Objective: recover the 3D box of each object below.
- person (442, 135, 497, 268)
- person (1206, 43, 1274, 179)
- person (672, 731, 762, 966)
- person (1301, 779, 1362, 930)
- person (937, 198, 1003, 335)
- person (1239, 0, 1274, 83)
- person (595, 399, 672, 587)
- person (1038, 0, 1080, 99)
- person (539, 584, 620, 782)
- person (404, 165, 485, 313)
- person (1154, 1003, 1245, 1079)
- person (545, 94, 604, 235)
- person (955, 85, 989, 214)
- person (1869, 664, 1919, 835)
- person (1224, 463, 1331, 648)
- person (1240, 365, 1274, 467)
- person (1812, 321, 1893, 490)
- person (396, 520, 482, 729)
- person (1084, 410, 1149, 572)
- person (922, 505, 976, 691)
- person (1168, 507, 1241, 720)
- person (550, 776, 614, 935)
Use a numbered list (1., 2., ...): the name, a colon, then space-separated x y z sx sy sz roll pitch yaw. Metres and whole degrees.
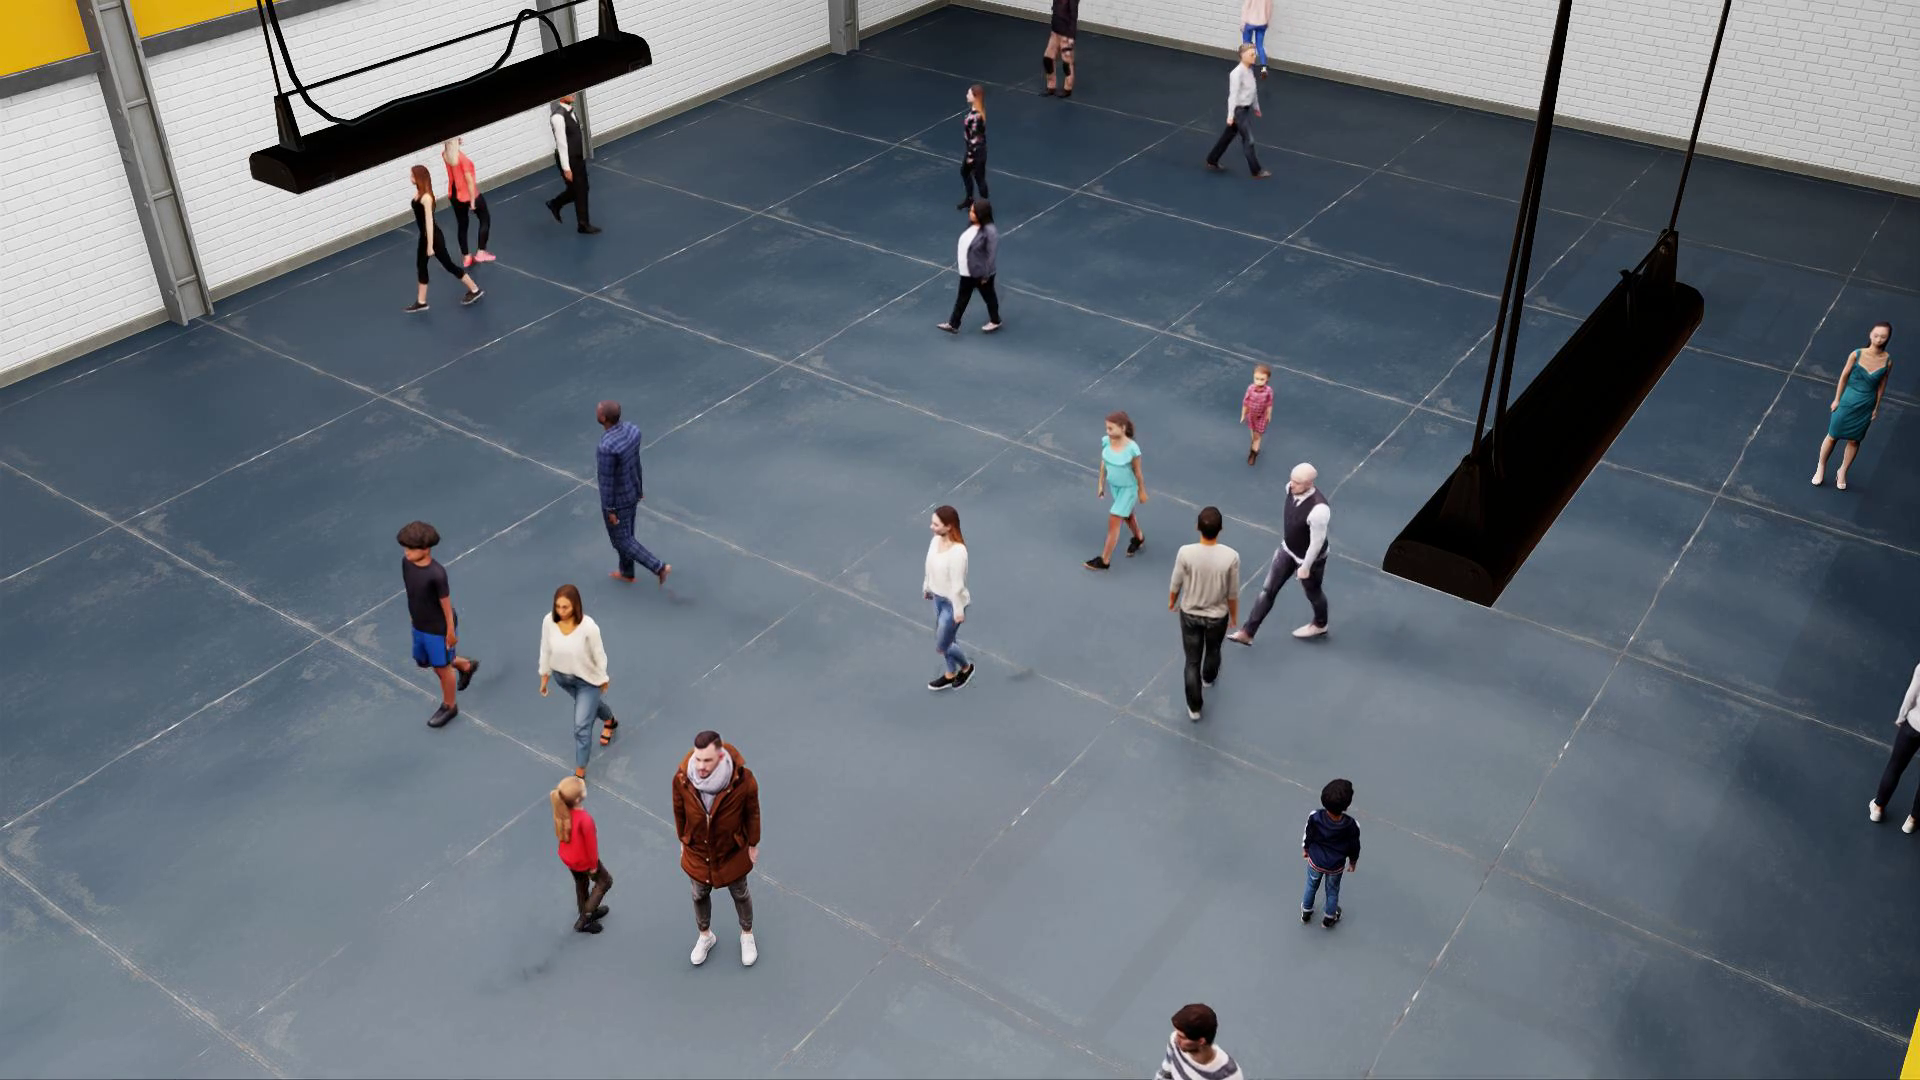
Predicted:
1. person: -5.913 -4.008 19.621 0.618 1.684 0.625 17 37 24
2. person: 3.645 -5.712 22.106 0.849 1.771 1.173 15 36 21
3. person: -1.539 1.938 10.536 0.844 1.838 0.885 1 34 1
4. person: 2.416 2.054 10.919 0.559 1.221 0.533 14 36 20
5. person: 0.272 -2.976 18.180 1.116 1.561 0.906 -21 39 -28
6. person: 4.517 -7.791 25.250 1.025 1.754 1.063 -8 34 -12
7. person: -2.782 -0.347 14.007 0.830 1.802 0.924 15 37 22
8. person: 1.602 -7.535 24.722 0.879 1.911 0.817 -27 42 -34
9. person: -2.751 0.965 12.183 0.762 1.637 1.108 13 36 18
10. person: -5.830 -3.374 18.665 1.197 1.687 0.920 -17 37 -23
11. person: 1.336 3.084 8.831 0.917 1.818 0.820 -21 39 -28
12. person: -4.860 -4.671 20.420 1.014 1.904 1.039 4 34 6
13. person: 0.290 -4.914 20.995 0.808 1.672 0.744 -2 34 -3
14. person: 6.757 1.323 11.586 0.601 1.701 0.536 21 39 28
15. person: 2.818 0.125 13.329 1.351 1.767 1.153 -12 35 -17
16. person: 2.885 -1.244 16.081 0.551 1.000 0.783 12 35 17
17. person: 8.332 -1.250 15.470 0.592 1.687 0.561 11 35 17
18. person: -3.938 0.577 12.632 0.589 1.784 0.831 21 39 29
19. person: 1.483 -0.474 14.453 0.717 1.519 1.053 28 43 35
20. person: -0.019 0.457 12.901 0.774 1.686 0.759 -15 36 -21
21. person: 1.845 0.594 12.594 0.923 1.799 1.054 5 34 8
22. person: -2.515 2.080 10.833 0.508 1.274 0.567 26 41 33
